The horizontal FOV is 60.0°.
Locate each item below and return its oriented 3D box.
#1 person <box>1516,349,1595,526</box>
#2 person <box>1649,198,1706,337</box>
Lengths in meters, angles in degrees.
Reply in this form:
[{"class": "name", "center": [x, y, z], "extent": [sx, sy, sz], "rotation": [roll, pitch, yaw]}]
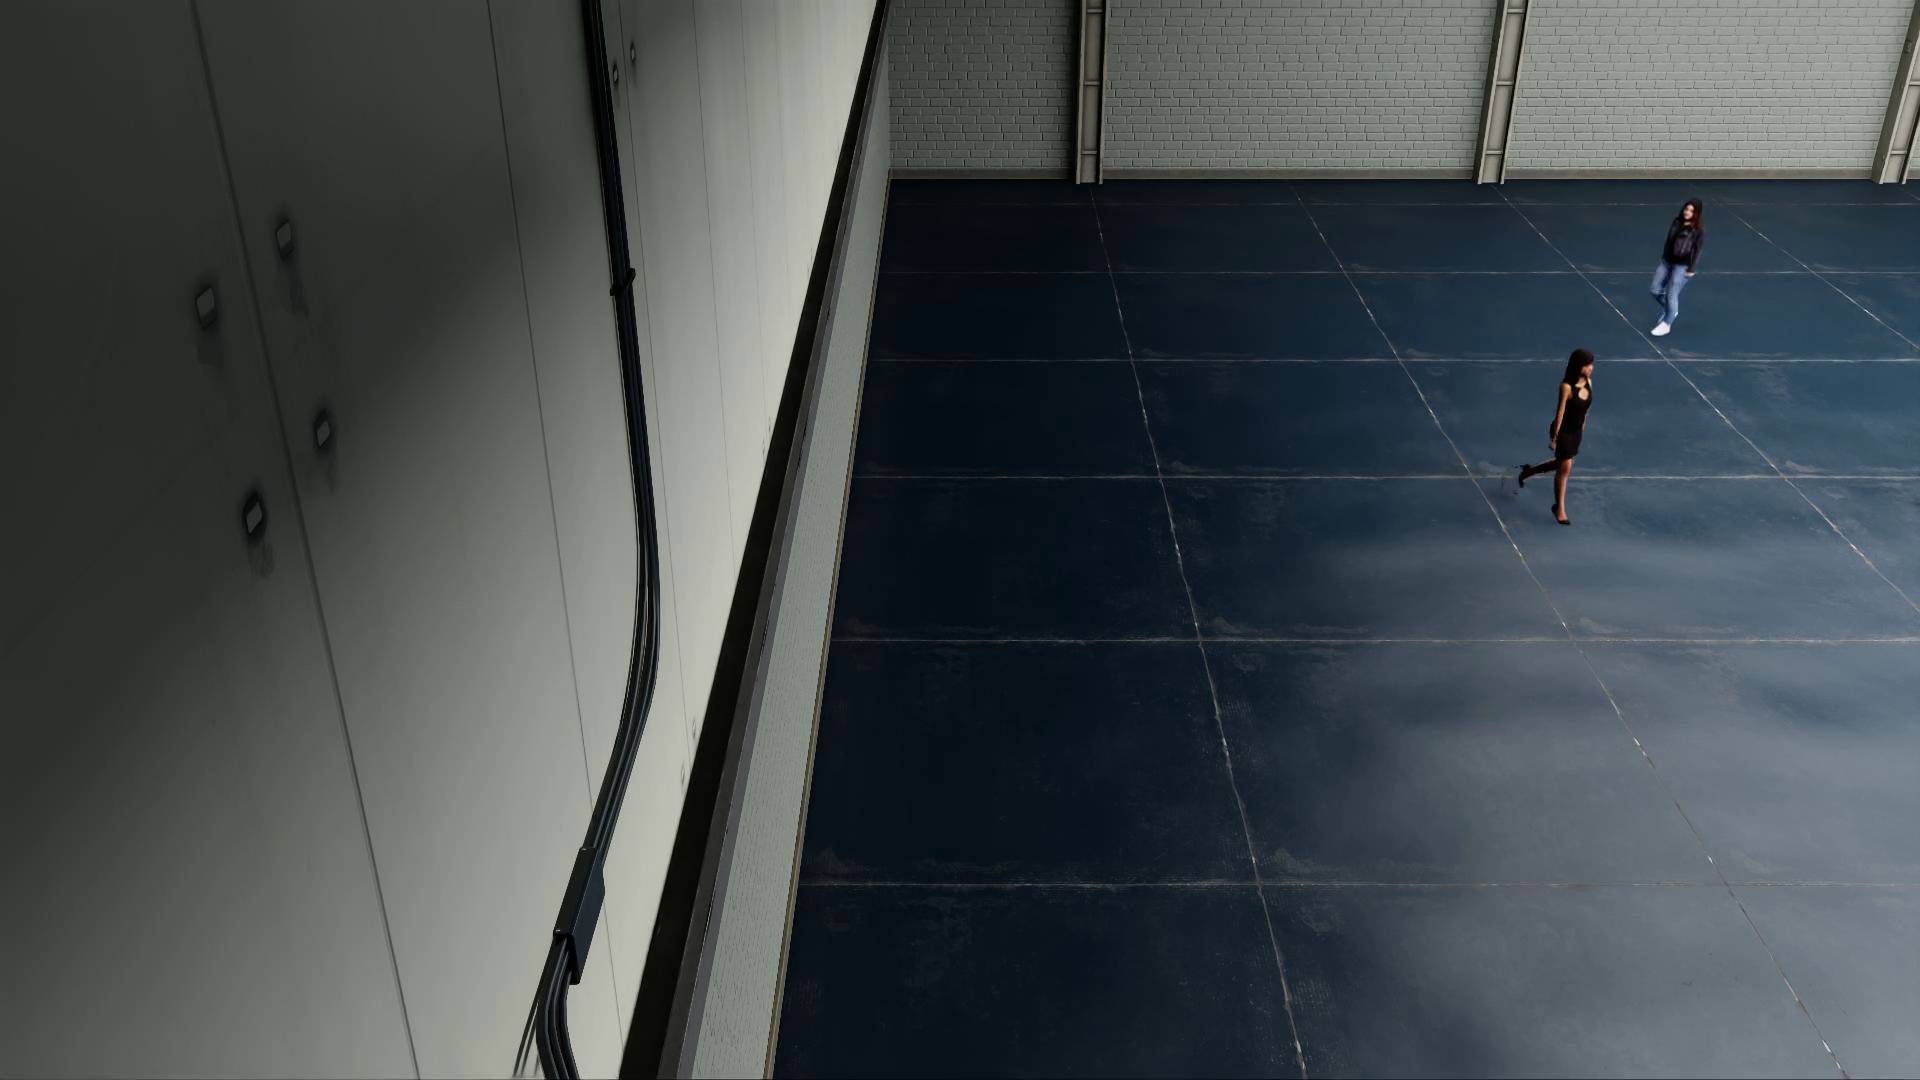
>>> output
[{"class": "person", "center": [5.367, -0.962, 14.915], "extent": [0.945, 1.633, 0.929], "rotation": [-17, 33, -29]}, {"class": "person", "center": [8.240, -3.121, 18.984], "extent": [0.794, 1.618, 0.771], "rotation": [-12, 30, -21]}]
